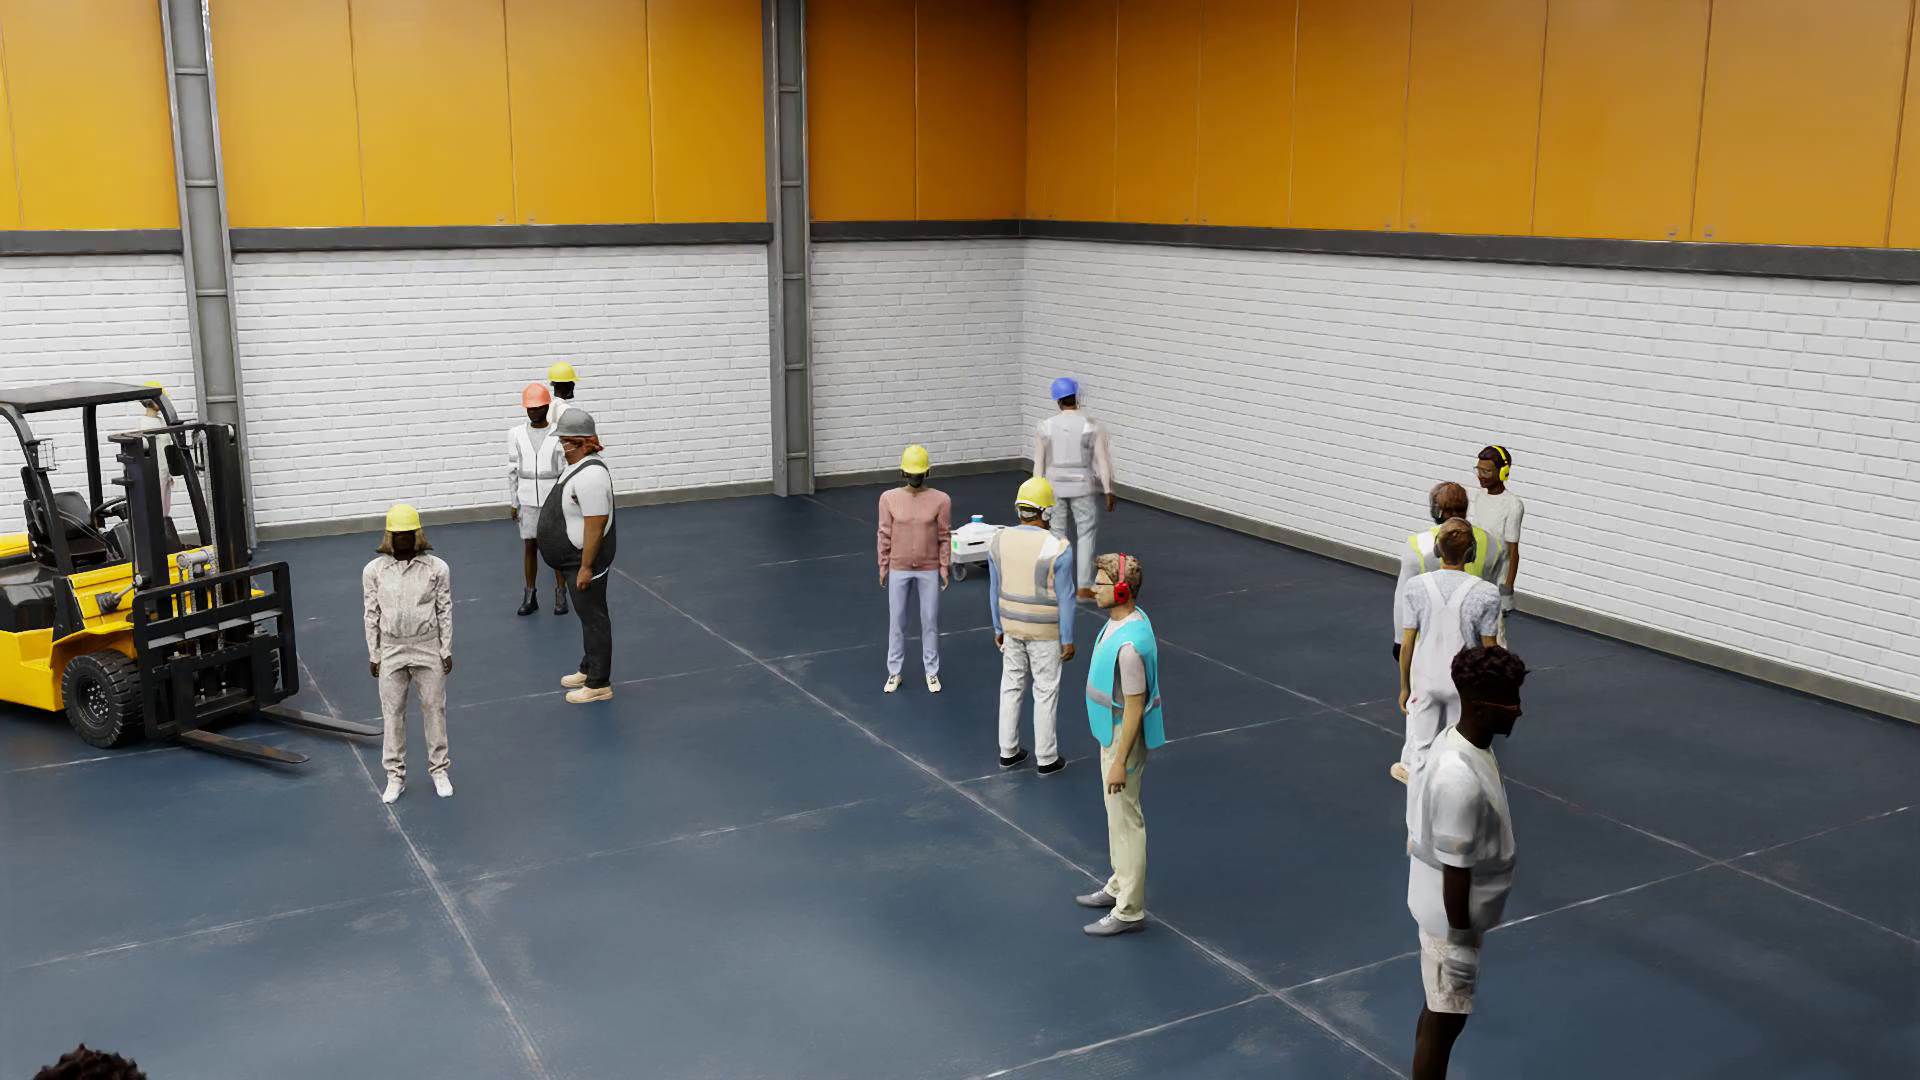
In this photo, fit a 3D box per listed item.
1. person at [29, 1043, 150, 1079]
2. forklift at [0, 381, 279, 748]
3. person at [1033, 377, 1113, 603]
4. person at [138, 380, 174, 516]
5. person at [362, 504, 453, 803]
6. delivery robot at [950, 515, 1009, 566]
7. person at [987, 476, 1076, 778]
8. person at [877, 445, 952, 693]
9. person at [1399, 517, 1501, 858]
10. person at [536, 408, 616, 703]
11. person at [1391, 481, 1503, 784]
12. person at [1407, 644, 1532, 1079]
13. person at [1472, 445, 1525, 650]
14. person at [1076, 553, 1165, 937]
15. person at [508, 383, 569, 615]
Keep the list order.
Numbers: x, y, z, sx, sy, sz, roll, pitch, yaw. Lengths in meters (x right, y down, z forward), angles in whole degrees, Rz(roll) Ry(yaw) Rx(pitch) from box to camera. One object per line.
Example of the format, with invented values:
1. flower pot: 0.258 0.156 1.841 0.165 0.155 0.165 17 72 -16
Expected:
1. person: -1.622 1.899 3.237 0.604 1.965 0.367 -9 15 -36
2. forklift: -5.853 0.085 11.199 2.313 2.155 1.214 7 14 28
3. person: 0.966 -0.424 14.243 0.693 1.921 0.449 3 12 13
4. person: -7.384 -0.587 15.355 0.307 1.772 0.526 -3 12 -13
5. person: -3.175 0.649 9.616 0.487 1.746 0.288 -4 13 -17
6. delivery robot: 0.157 0.018 15.161 0.707 0.478 0.477 -8 14 -32
7. person: 0.446 0.523 10.036 0.586 1.824 0.404 9 15 37
8. person: -0.319 0.205 11.656 0.523 1.767 0.313 0 12 0
9. person: 2.555 0.790 8.719 0.505 1.847 0.348 7 14 28
10. person: -2.647 0.099 11.499 0.535 2.000 0.673 -3 12 -15
11. person: 2.847 0.563 9.825 0.630 1.833 0.429 -2 12 -10
12. person: 1.800 1.316 5.975 0.367 1.962 0.612 4 13 18
13. person: 3.505 0.291 11.036 0.334 1.860 0.509 -3 12 -15
14. person: 0.773 0.966 7.900 0.390 1.843 0.565 0 12 0
15. person: -3.460 -0.333 13.763 0.542 1.939 0.366 0 12 -1
